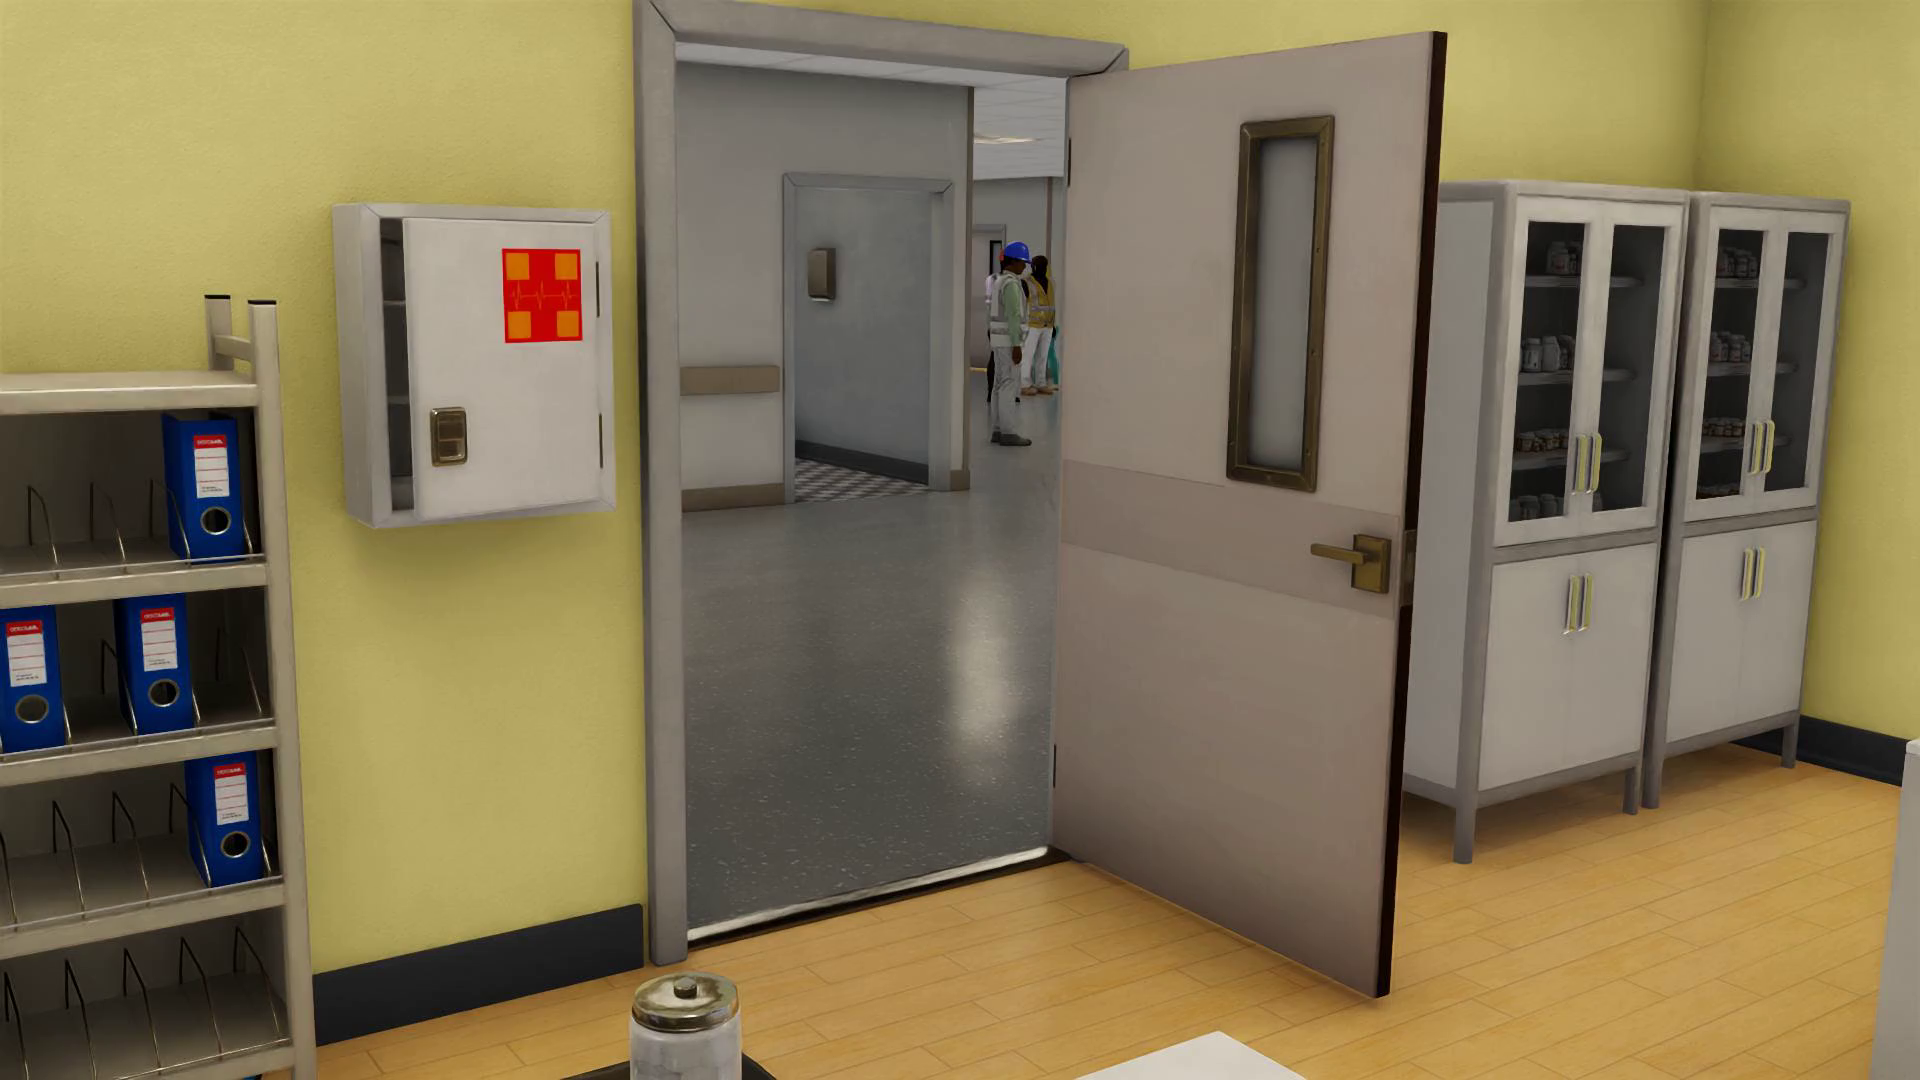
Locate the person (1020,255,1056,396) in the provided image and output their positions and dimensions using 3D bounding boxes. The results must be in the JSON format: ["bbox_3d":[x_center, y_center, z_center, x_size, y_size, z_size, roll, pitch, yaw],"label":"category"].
[{"bbox_3d":[1.030,-2.820,21.900,0.634,1.842,0.429,-7,12,-39],"label":"person"}]

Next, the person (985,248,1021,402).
[{"bbox_3d":[0.563,-2.659,20.636,0.543,1.928,0.374,-7,12,-38],"label":"person"}]

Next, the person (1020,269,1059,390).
[{"bbox_3d":[1.117,-2.888,22.678,0.676,1.708,0.593,1,10,0],"label":"person"}]

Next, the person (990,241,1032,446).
[{"bbox_3d":[0.480,-1.866,15.861,0.400,1.938,0.602,-1,10,-13],"label":"person"}]
